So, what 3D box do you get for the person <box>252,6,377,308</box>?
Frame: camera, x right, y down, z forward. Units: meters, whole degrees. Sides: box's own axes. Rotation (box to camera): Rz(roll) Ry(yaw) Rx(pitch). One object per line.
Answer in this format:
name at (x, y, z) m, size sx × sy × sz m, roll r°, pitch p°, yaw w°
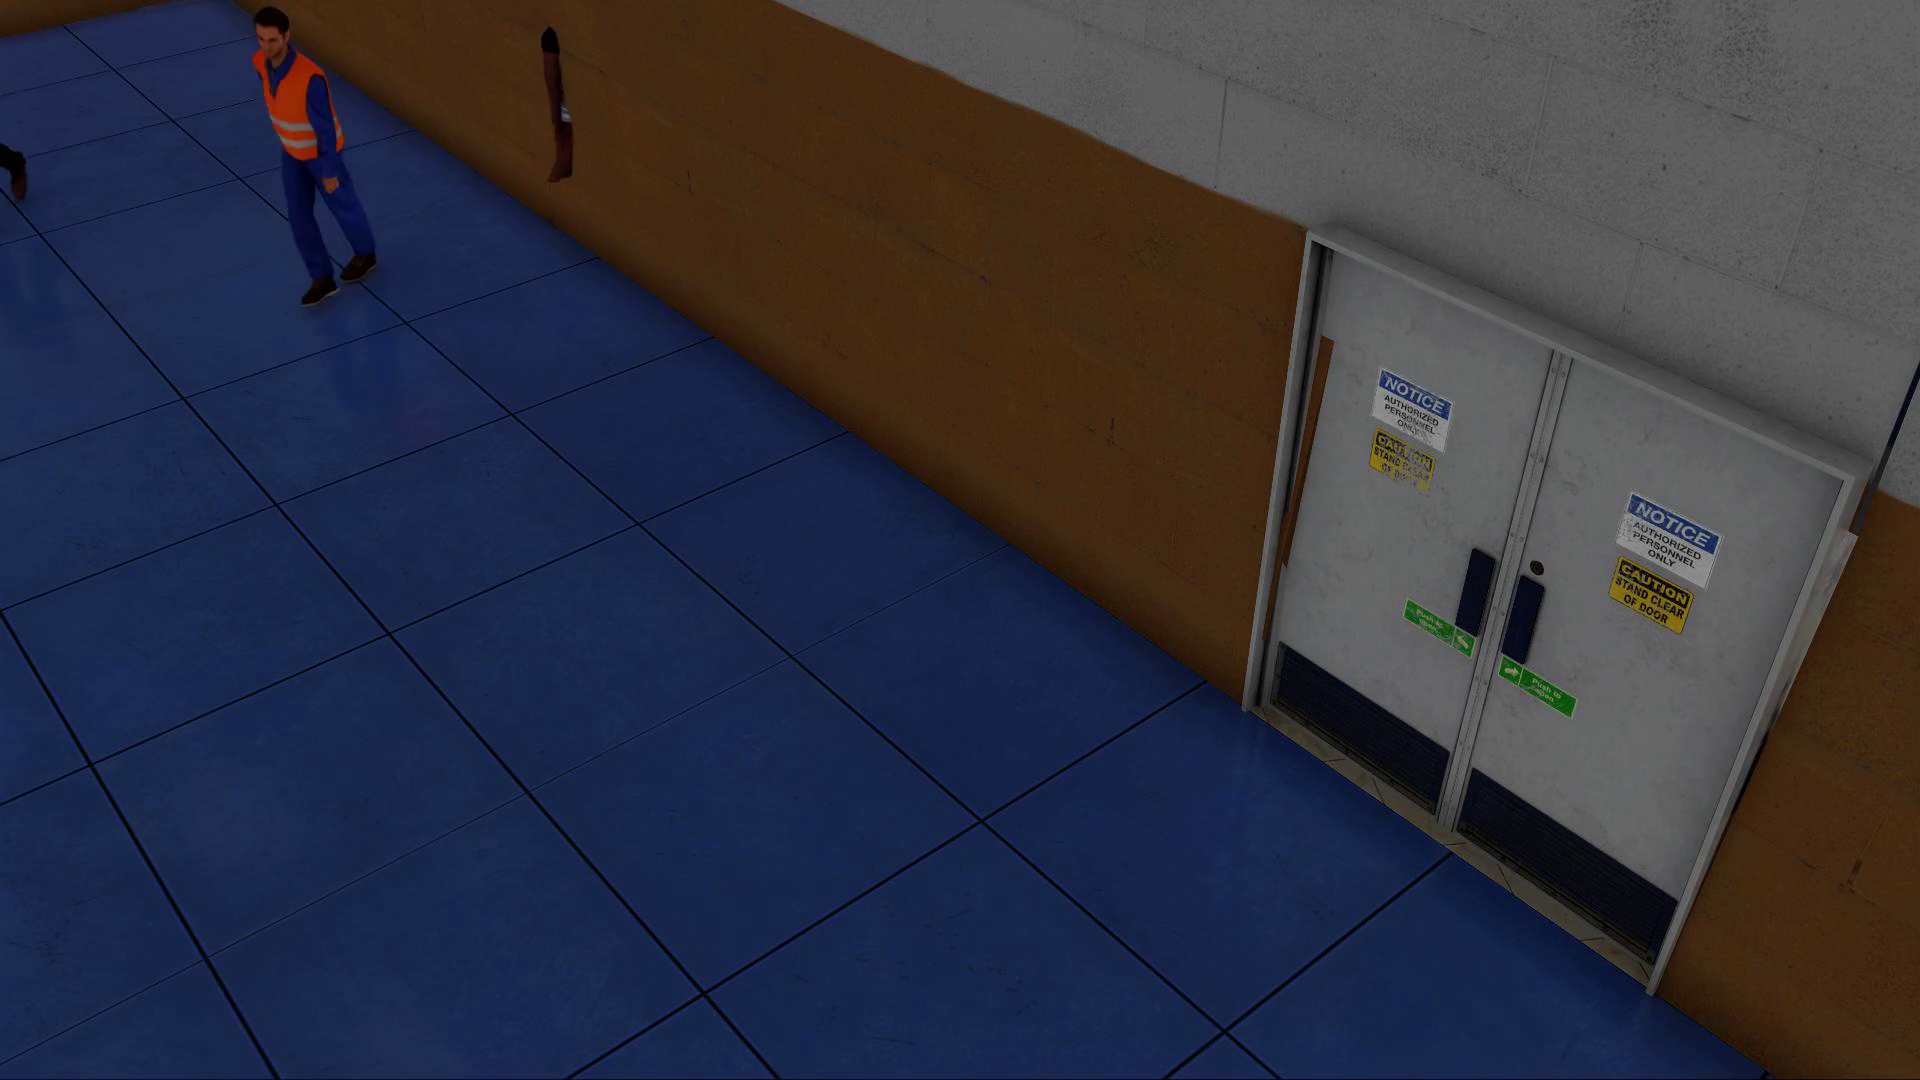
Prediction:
person at (-3.797, -2.306, 9.841) m, size 0.954 × 1.805 × 1.070 m, roll 18°, pitch 40°, yaw 22°
